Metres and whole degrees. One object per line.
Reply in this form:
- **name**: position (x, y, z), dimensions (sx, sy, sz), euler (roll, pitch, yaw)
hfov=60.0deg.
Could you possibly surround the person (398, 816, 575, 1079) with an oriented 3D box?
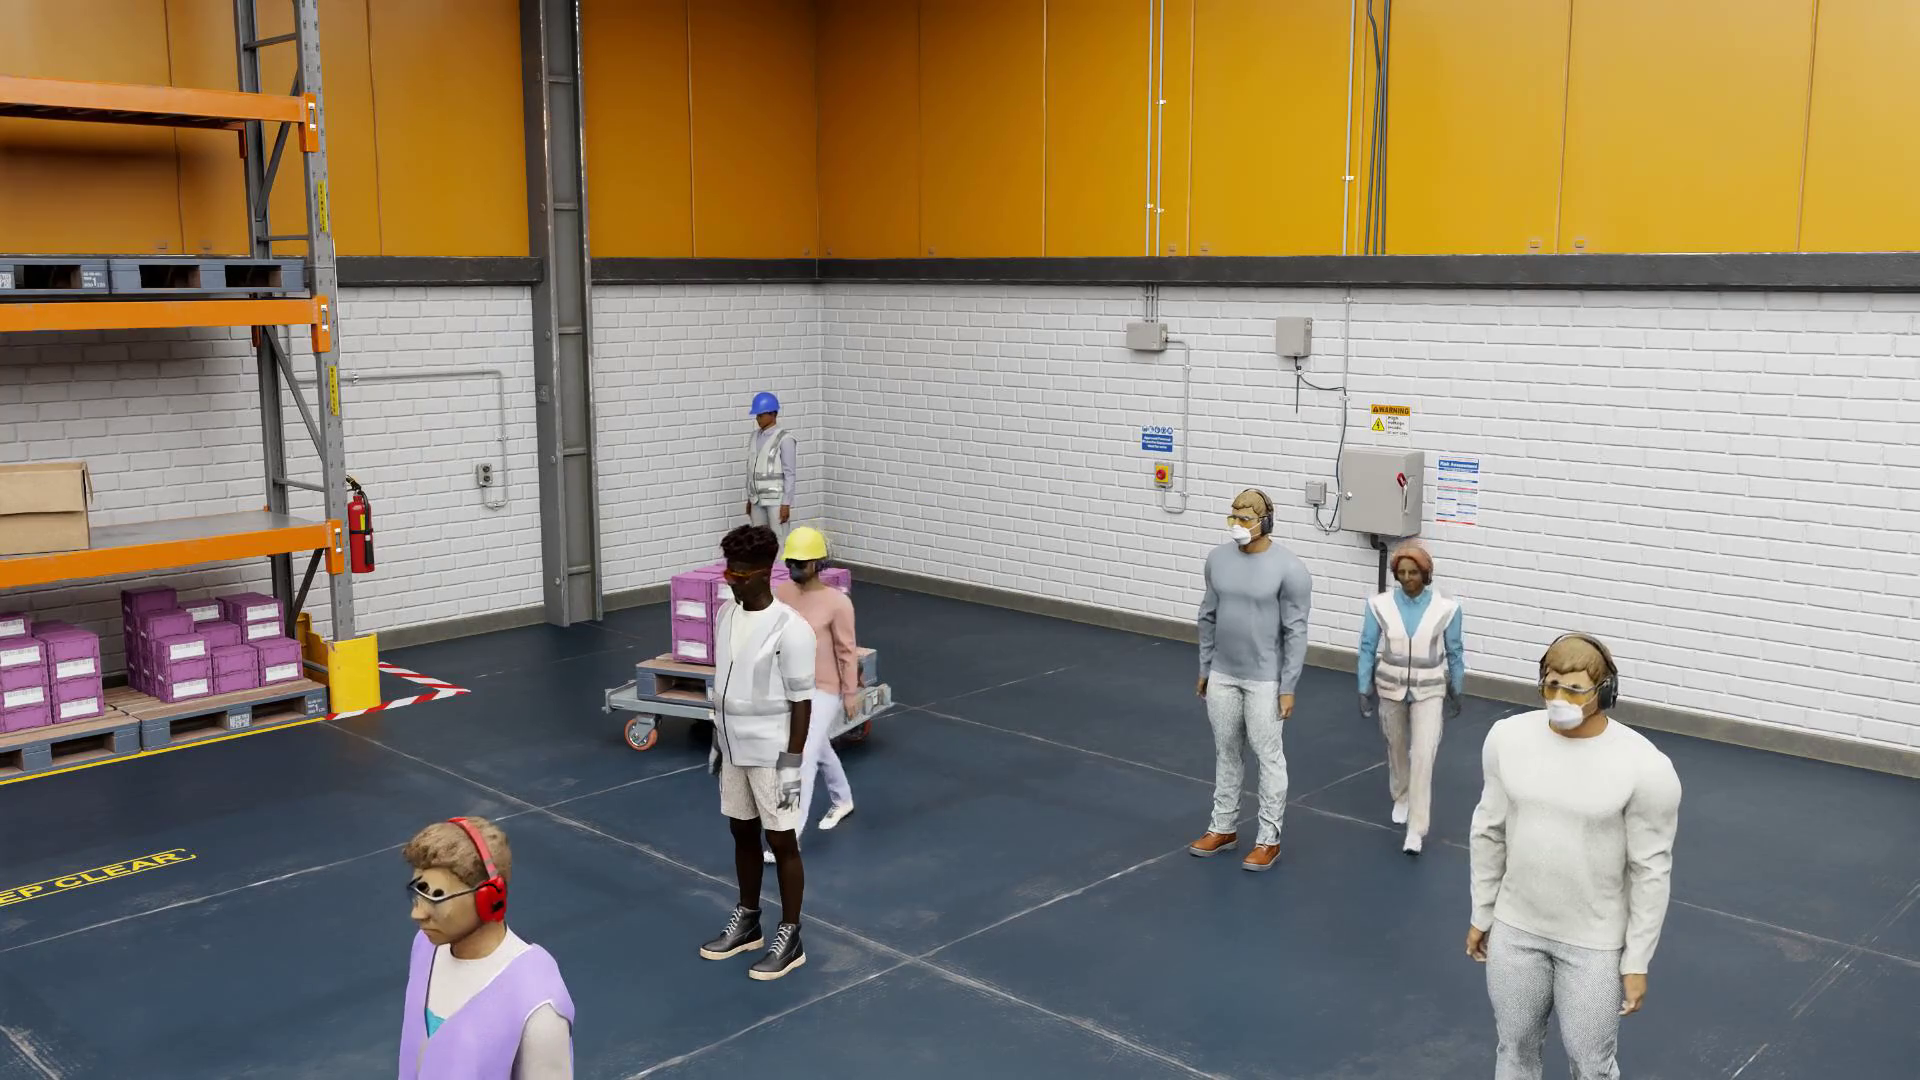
- **person**: position (-1.064, 1.507, 3.786), dimensions (0.566, 1.843, 0.389), euler (9, 13, 43)

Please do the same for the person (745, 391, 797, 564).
- **person**: position (-1.724, -0.362, 14.945), dimensions (0.611, 1.944, 0.406), euler (9, 13, 43)

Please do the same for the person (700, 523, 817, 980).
- **person**: position (-0.875, 0.895, 7.169), dimensions (0.604, 1.965, 0.367), euler (9, 13, 43)

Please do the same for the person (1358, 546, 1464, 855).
- **person**: position (2.382, 0.813, 8.818), dimensions (0.529, 1.583, 0.887), euler (4, 10, 22)

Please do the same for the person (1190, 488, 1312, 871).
- **person**: position (1.466, 0.699, 8.454), dimensions (0.631, 1.940, 0.372), euler (9, 13, 43)

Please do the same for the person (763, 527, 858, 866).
- **person**: position (-0.784, 0.770, 8.700), dimensions (0.538, 1.720, 0.929), euler (6, 11, 34)

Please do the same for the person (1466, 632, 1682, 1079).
- **person**: position (1.873, 1.232, 5.185), dimensions (0.631, 1.939, 0.372), euler (9, 13, 43)
